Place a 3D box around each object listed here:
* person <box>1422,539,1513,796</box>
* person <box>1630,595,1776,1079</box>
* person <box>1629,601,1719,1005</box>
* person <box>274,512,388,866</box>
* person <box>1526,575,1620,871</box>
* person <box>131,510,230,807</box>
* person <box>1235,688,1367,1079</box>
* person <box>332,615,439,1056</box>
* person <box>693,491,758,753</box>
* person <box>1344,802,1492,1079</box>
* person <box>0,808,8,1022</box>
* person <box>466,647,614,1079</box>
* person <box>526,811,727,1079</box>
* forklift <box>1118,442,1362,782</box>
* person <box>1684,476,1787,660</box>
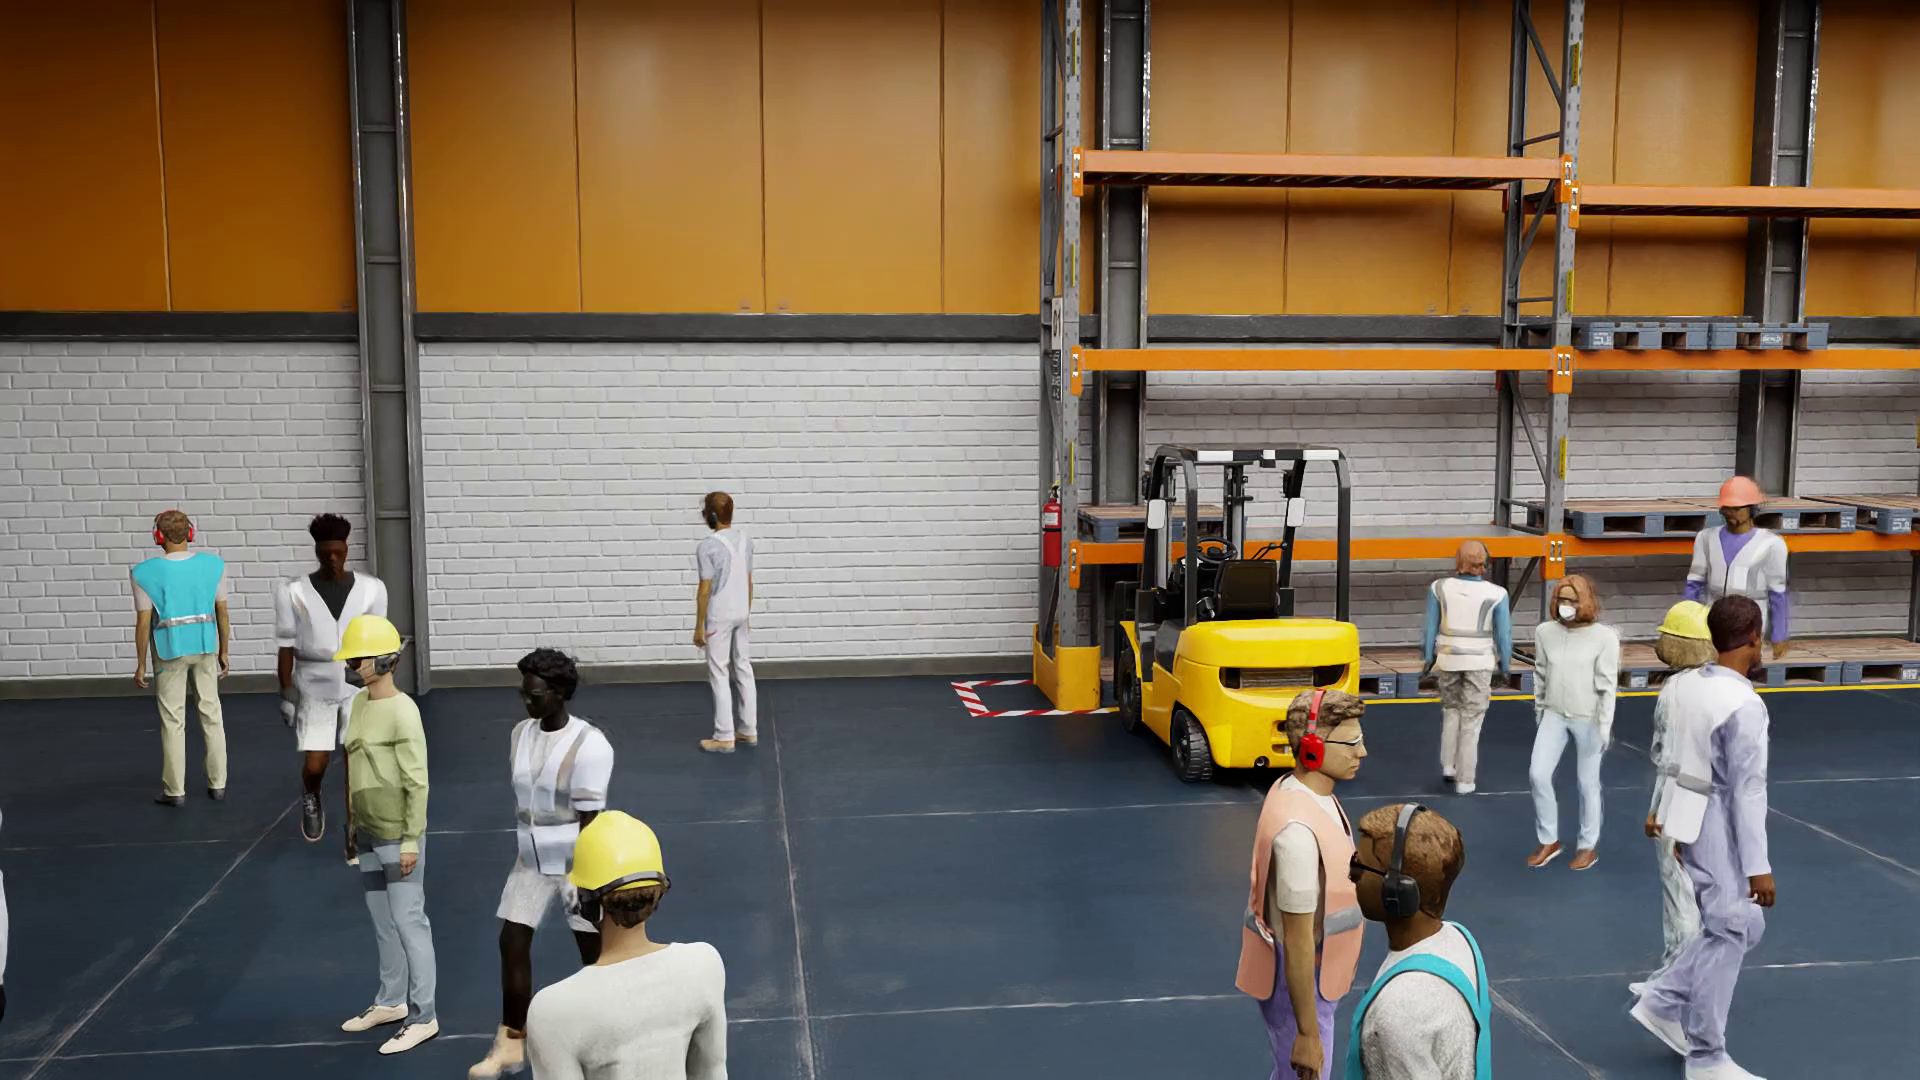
[{"bbox_3d":[3.238,0.802,10.578,0.545,1.620,0.455,4,8,33],"label":"person"},{"bbox_3d":[2.914,1.157,6.378,0.447,1.891,0.575,2,7,13],"label":"person"},{"bbox_3d":[3.135,1.129,7.224,0.484,1.744,0.296,-5,8,-39],"label":"person"},{"bbox_3d":[-3.458,0.804,9.194,0.604,1.948,0.535,-4,8,-30],"label":"person"},{"bbox_3d":[3.290,0.995,8.965,0.510,1.616,0.519,6,9,44],"label":"person"},{"bbox_3d":[-4.804,0.731,10.292,0.563,1.839,0.389,-6,9,-42],"label":"person"},{"bbox_3d":[1.006,1.341,4.918,0.373,1.843,0.572,2,7,13],"label":"person"},{"bbox_3d":[-2.336,1.176,6.717,0.323,1.767,0.533,-6,9,-43],"label":"person"},{"bbox_3d":[-1.650,0.570,11.722,0.346,1.838,0.506,5,8,38],"label":"person"},{"bbox_3d":[0.990,1.484,3.670,0.348,1.846,0.506,3,7,27],"label":"person"},{"bbox_3d":[-3.205,1.344,4.988,0.635,1.830,0.429,-2,7,-17],"label":"person"},{"bbox_3d":[-1.606,1.257,6.374,0.540,1.677,0.668,4,7,29],"label":"person"},{"bbox_3d":[-0.774,1.502,3.863,0.326,1.767,0.533,6,9,44],"label":"person"},{"bbox_3d":[1.912,0.418,11.496,1.214,2.155,2.313,-1,7,-8],"label":"forklift"},{"bbox_3d":[5.253,0.557,11.251,1.075,1.999,0.625,-5,8,-37],"label":"person"}]
